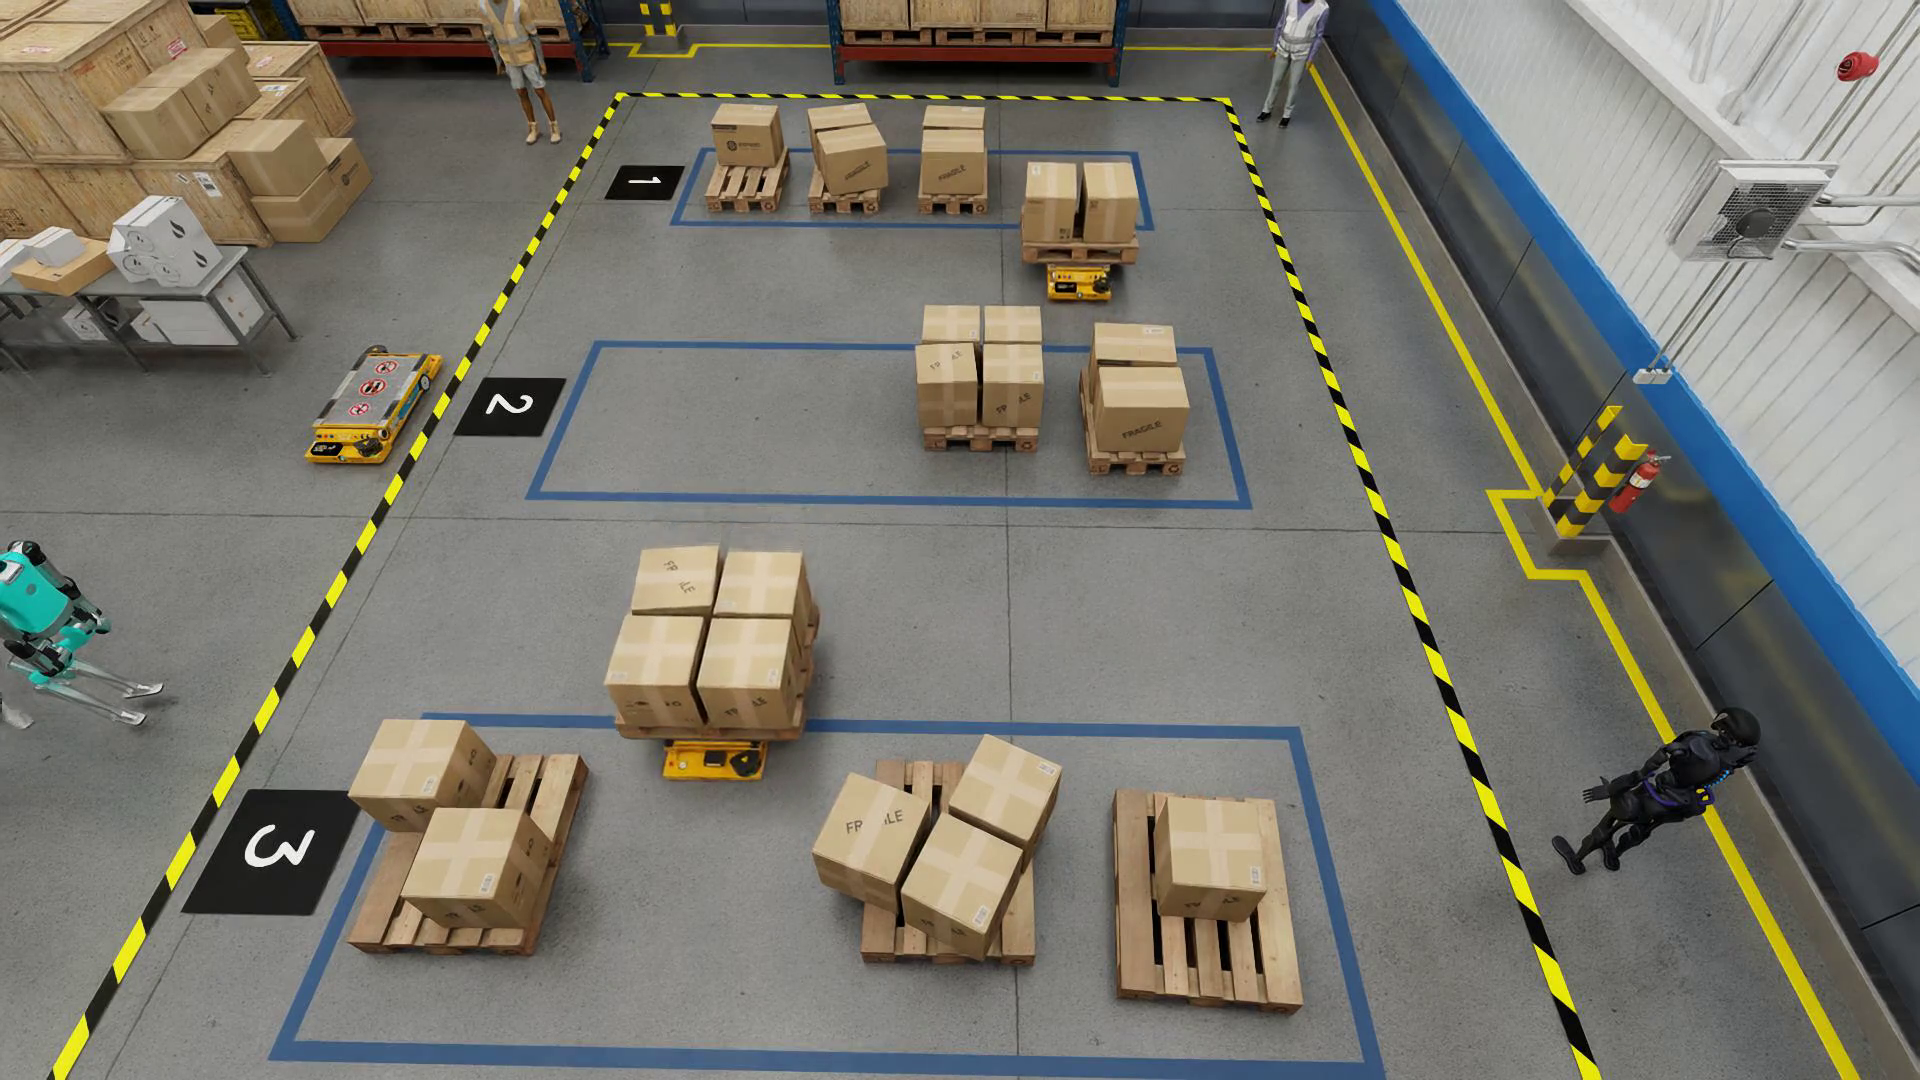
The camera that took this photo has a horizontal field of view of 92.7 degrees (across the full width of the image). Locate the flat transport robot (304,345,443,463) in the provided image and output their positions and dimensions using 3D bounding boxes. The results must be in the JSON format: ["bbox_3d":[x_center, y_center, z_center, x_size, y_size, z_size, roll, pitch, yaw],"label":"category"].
[{"bbox_3d":[-5.383,-1.269,8.441,0.659,0.231,1.431,1,50,1],"label":"flat transport robot"}]

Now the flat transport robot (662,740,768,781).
[{"bbox_3d":[-1.636,1.002,6.501,0.652,0.197,1.431,1,50,1],"label":"flat transport robot"}]

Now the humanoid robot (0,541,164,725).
[{"bbox_3d":[-5.855,0.605,5.805,0.735,1.677,0.533,0,50,0],"label":"humanoid robot"}]

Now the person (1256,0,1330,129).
[{"bbox_3d":[4.207,-6.178,11.570,0.598,1.831,0.404,29,56,22],"label":"person"}]

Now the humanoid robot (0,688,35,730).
[{"bbox_3d":[-6.874,0.636,5.896,0.915,1.814,0.551,27,55,21],"label":"humanoid robot"}]

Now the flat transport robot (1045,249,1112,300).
[{"bbox_3d":[1.263,-3.122,9.991,0.652,0.197,1.431,1,50,1],"label":"flat transport robot"}]

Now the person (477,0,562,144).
[{"bbox_3d":[-5.380,-5.858,11.163,0.613,2.041,0.385,-1,50,-1],"label":"person"}]

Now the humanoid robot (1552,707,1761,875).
[{"bbox_3d":[3.955,1.445,5.212,0.599,1.657,0.315,-1,50,-1],"label":"humanoid robot"}]
